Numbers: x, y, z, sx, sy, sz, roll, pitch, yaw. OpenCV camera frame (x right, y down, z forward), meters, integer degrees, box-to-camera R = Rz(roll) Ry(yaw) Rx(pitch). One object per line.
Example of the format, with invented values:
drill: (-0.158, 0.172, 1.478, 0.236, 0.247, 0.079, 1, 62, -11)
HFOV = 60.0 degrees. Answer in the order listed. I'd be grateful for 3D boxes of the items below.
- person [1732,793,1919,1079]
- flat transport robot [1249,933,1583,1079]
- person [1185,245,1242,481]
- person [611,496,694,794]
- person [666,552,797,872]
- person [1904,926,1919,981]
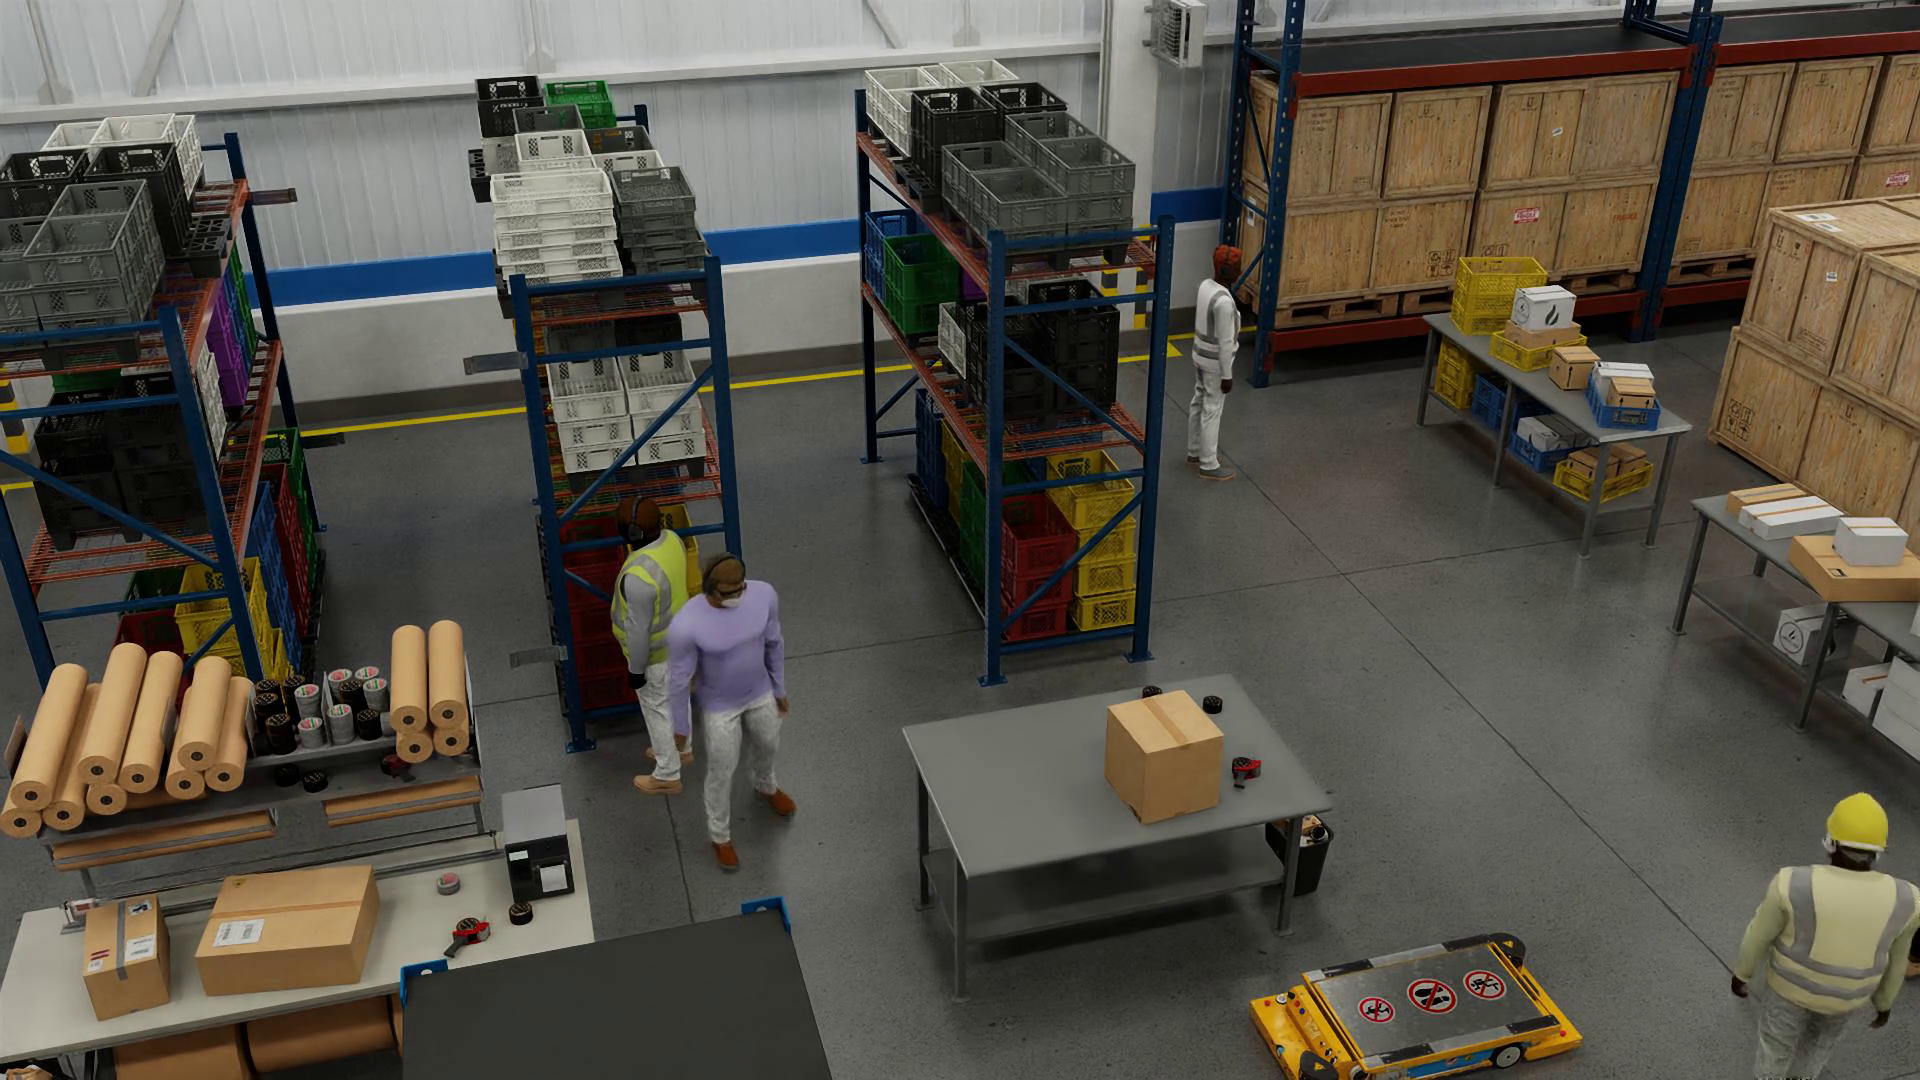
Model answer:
person: (3.662, 1.870, 7.130, 0.619, 1.820, 0.426, 7, 30, 12)
flat transport robot: (2.184, 2.282, 7.980, 1.431, 0.197, 0.652, -8, 30, -14)
person: (1.992, -1.384, 12.989, 0.354, 1.884, 0.572, -6, 29, -10)
person: (-1.747, 0.583, 9.466, 0.429, 1.837, 0.629, 5, 29, 8)
person: (-1.224, 0.834, 8.922, 0.782, 1.917, 0.537, -20, 35, -32)
person: (4.851, 1.521, 7.893, 0.322, 1.697, 0.533, 1, 29, 3)
